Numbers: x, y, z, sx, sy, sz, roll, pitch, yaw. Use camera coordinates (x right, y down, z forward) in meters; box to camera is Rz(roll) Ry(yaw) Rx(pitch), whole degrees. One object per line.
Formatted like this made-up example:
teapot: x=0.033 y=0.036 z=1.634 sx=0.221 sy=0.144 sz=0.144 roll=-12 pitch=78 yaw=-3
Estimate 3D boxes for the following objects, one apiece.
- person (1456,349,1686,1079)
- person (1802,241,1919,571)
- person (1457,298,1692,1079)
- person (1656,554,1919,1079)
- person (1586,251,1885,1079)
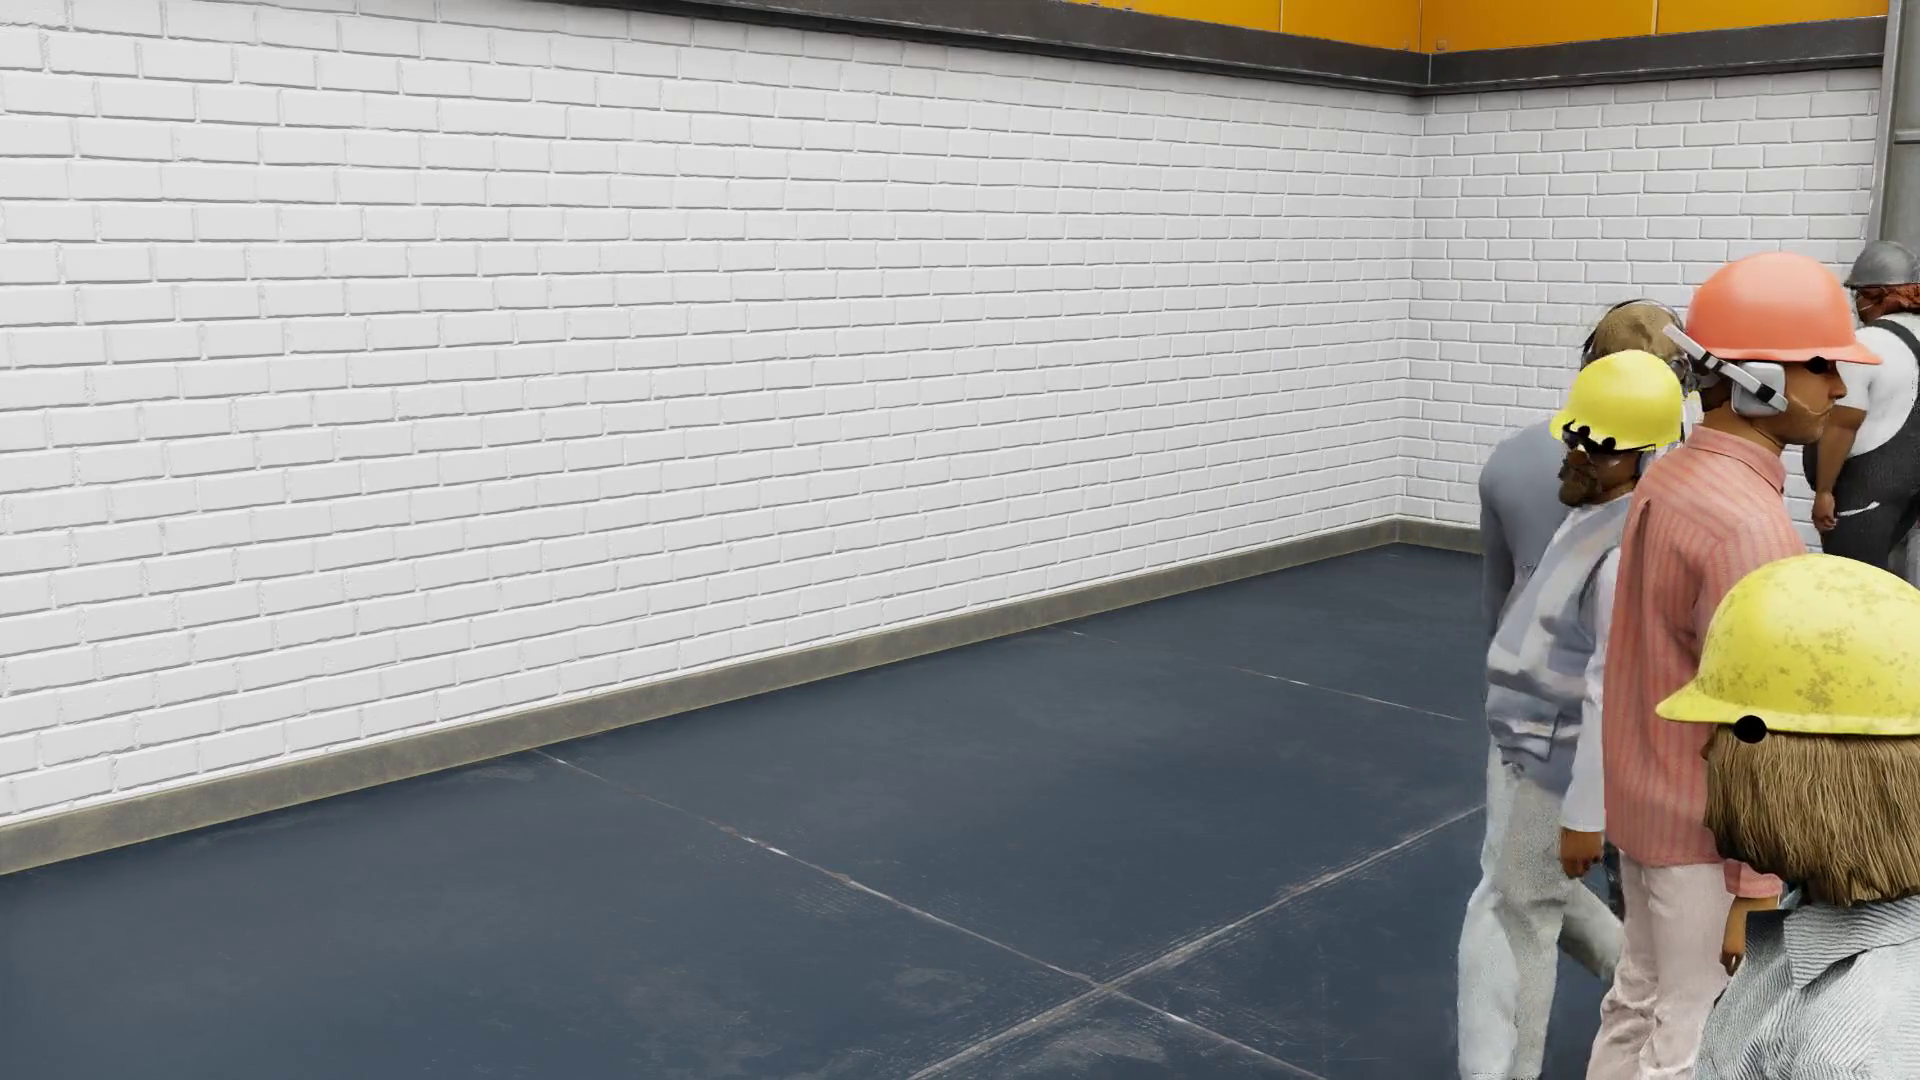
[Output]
person: x=1.367 y=0.468 z=3.668 sx=0.607 sy=1.789 sz=0.617 roll=3 pitch=11 yaw=18
person: x=3.935 y=-0.269 z=7.011 sx=0.689 sy=2.000 sz=0.887 roll=-5 pitch=11 yaw=-25
person: x=1.467 y=0.393 z=3.832 sx=0.652 sy=1.870 sz=1.053 roll=10 pitch=15 yaw=44
person: x=0.799 y=0.873 z=1.622 sx=0.322 sy=1.737 sz=0.483 roll=5 pitch=12 yaw=26
person: x=1.323 y=0.503 z=2.924 sx=0.387 sy=1.992 sz=0.626 roll=1 pitch=10 yaw=8
